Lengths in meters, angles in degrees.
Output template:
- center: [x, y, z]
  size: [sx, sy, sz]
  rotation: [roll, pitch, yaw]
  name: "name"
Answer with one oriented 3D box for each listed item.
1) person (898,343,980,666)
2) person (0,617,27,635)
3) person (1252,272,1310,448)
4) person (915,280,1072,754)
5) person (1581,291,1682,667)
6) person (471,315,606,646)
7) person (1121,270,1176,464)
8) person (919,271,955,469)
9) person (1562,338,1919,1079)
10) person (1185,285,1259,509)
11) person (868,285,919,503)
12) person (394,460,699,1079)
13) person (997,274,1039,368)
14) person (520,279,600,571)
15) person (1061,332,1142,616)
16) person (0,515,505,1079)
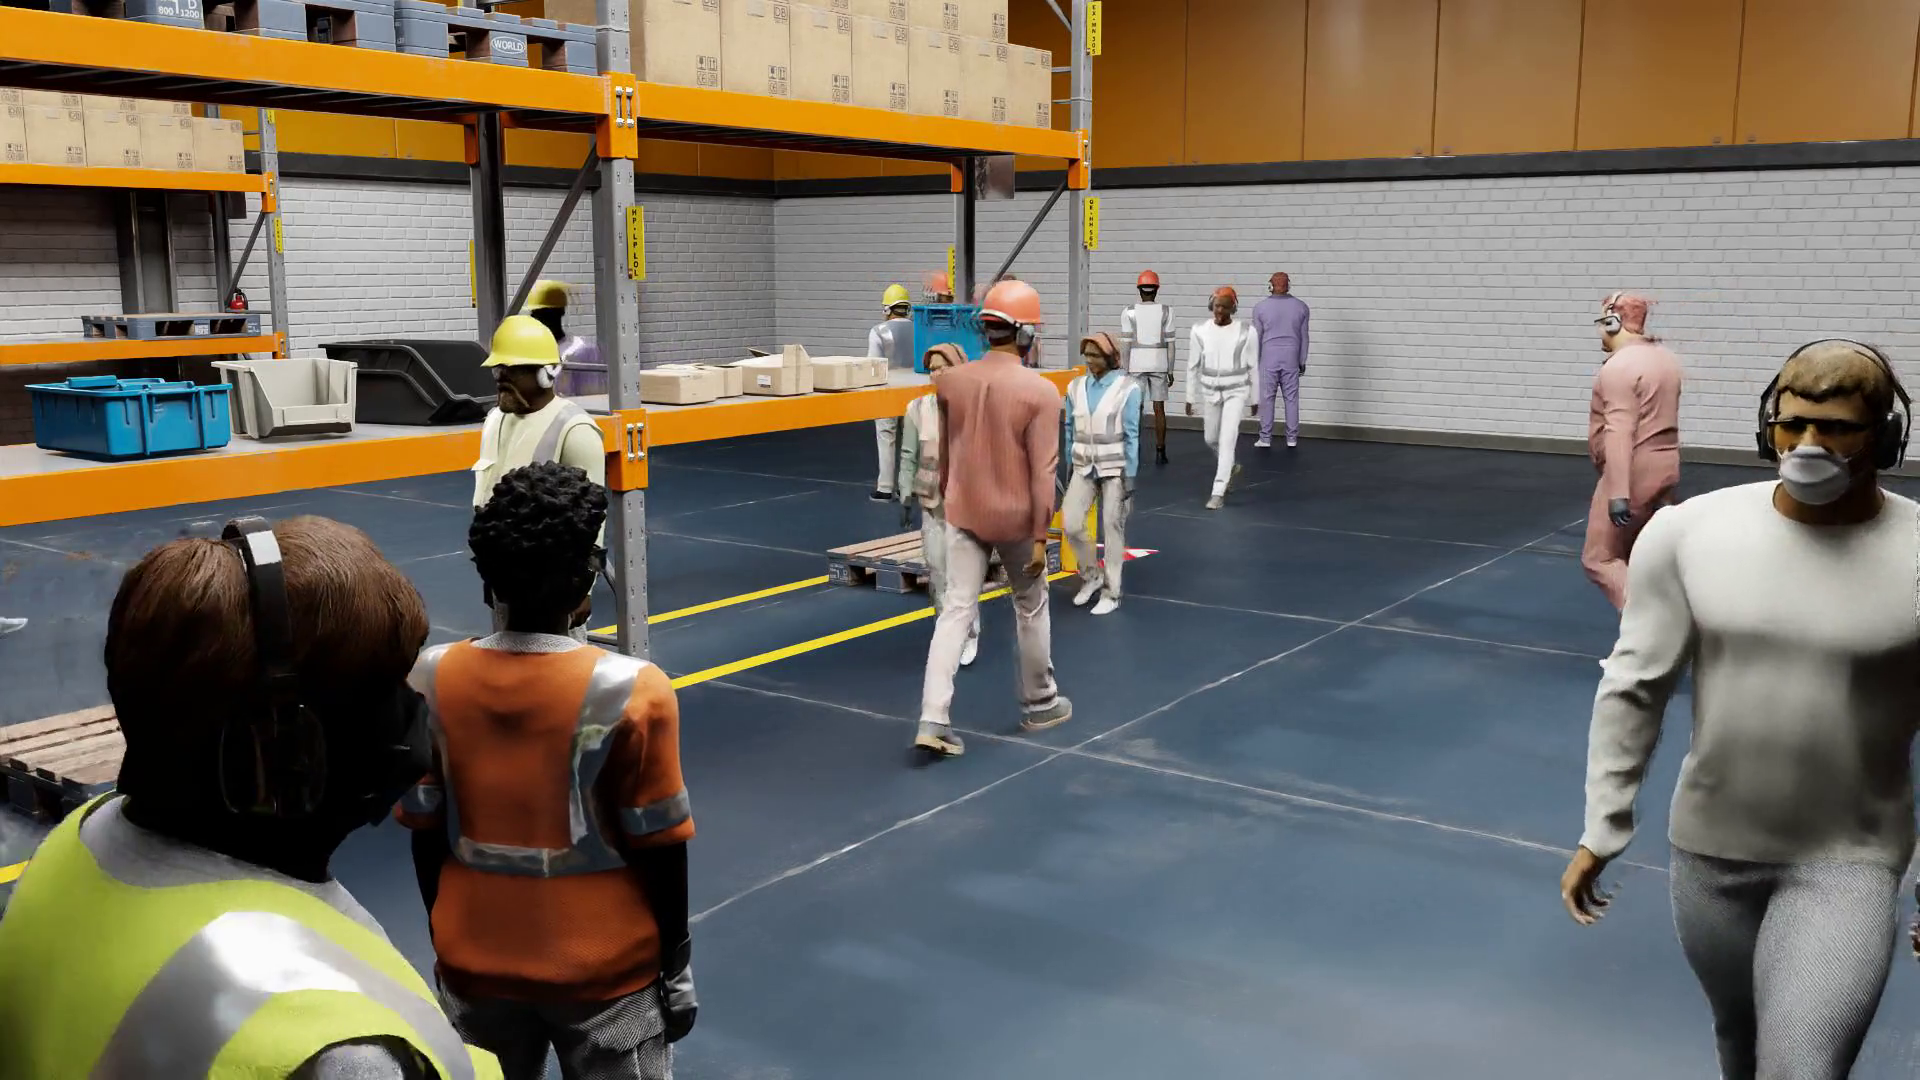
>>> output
- center: [-0.060, -0.160, 8.222]
  size: [0.537, 1.623, 0.385]
  rotation: [5, 11, 26]
  name: "person"
- center: [-5.242, -0.258, 8.577]
  size: [0.813, 1.710, 0.489]
  rotation: [-8, 13, -41]
  name: "person"
- center: [3.441, -1.936, 17.984]
  size: [0.639, 1.904, 0.410]
  rotation: [-1, 10, -4]
  name: "person"
- center: [0.131, -0.093, 6.883]
  size: [0.618, 1.954, 1.009]
  rotation: [5, 11, 29]
  name: "person"
- center: [3.287, -0.258, 8.087]
  size: [0.657, 1.878, 0.531]
  rotation: [-8, 13, -40]
  name: "person"
- center: [-1.536, 0.112, 5.999]
  size: [0.595, 1.830, 0.404]
  rotation: [7, 12, 36]
  name: "person"
- center: [1.869, -1.711, 16.555]
  size: [0.543, 1.933, 0.364]
  rotation: [1, 10, 4]
  name: "person"
- center: [-0.111, -1.373, 14.556]
  size: [1.058, 1.919, 0.608]
  rotation: [6, 11, 34]
  name: "person"
- center: [1.491, 0.584, 3.034]
  size: [0.650, 1.884, 1.043]
  rotation: [8, 12, 39]
  name: "person"
- center: [2.233, -1.217, 13.916]
  size: [0.608, 1.841, 0.947]
  rotation: [5, 11, 28]
  name: "person"
- center: [-0.533, -1.226, 13.997]
  size: [0.595, 1.828, 0.403]
  rotation: [-7, 12, -34]
  name: "person"
- center: [-0.684, 0.712, 2.820]
  size: [0.536, 1.696, 0.318]
  rotation: [2, 10, 14]
  name: "person"
- center: [0.532, -2.063, 18.852]
  size: [0.741, 1.871, 0.653]
  rotation: [-6, 11, -30]
  name: "person"
- center: [-2.438, -0.592, 9.937]
  size: [0.598, 1.908, 0.421]
  rotation: [8, 13, 41]
  name: "person"
- center: [0.800, -0.370, 9.494]
  size: [0.517, 1.626, 0.369]
  rotation: [7, 12, 34]
  name: "person"
- center: [-0.627, 0.880, 1.443]
  size: [0.636, 1.821, 0.638]
  rotation: [-8, 12, -39]
  name: "person"
